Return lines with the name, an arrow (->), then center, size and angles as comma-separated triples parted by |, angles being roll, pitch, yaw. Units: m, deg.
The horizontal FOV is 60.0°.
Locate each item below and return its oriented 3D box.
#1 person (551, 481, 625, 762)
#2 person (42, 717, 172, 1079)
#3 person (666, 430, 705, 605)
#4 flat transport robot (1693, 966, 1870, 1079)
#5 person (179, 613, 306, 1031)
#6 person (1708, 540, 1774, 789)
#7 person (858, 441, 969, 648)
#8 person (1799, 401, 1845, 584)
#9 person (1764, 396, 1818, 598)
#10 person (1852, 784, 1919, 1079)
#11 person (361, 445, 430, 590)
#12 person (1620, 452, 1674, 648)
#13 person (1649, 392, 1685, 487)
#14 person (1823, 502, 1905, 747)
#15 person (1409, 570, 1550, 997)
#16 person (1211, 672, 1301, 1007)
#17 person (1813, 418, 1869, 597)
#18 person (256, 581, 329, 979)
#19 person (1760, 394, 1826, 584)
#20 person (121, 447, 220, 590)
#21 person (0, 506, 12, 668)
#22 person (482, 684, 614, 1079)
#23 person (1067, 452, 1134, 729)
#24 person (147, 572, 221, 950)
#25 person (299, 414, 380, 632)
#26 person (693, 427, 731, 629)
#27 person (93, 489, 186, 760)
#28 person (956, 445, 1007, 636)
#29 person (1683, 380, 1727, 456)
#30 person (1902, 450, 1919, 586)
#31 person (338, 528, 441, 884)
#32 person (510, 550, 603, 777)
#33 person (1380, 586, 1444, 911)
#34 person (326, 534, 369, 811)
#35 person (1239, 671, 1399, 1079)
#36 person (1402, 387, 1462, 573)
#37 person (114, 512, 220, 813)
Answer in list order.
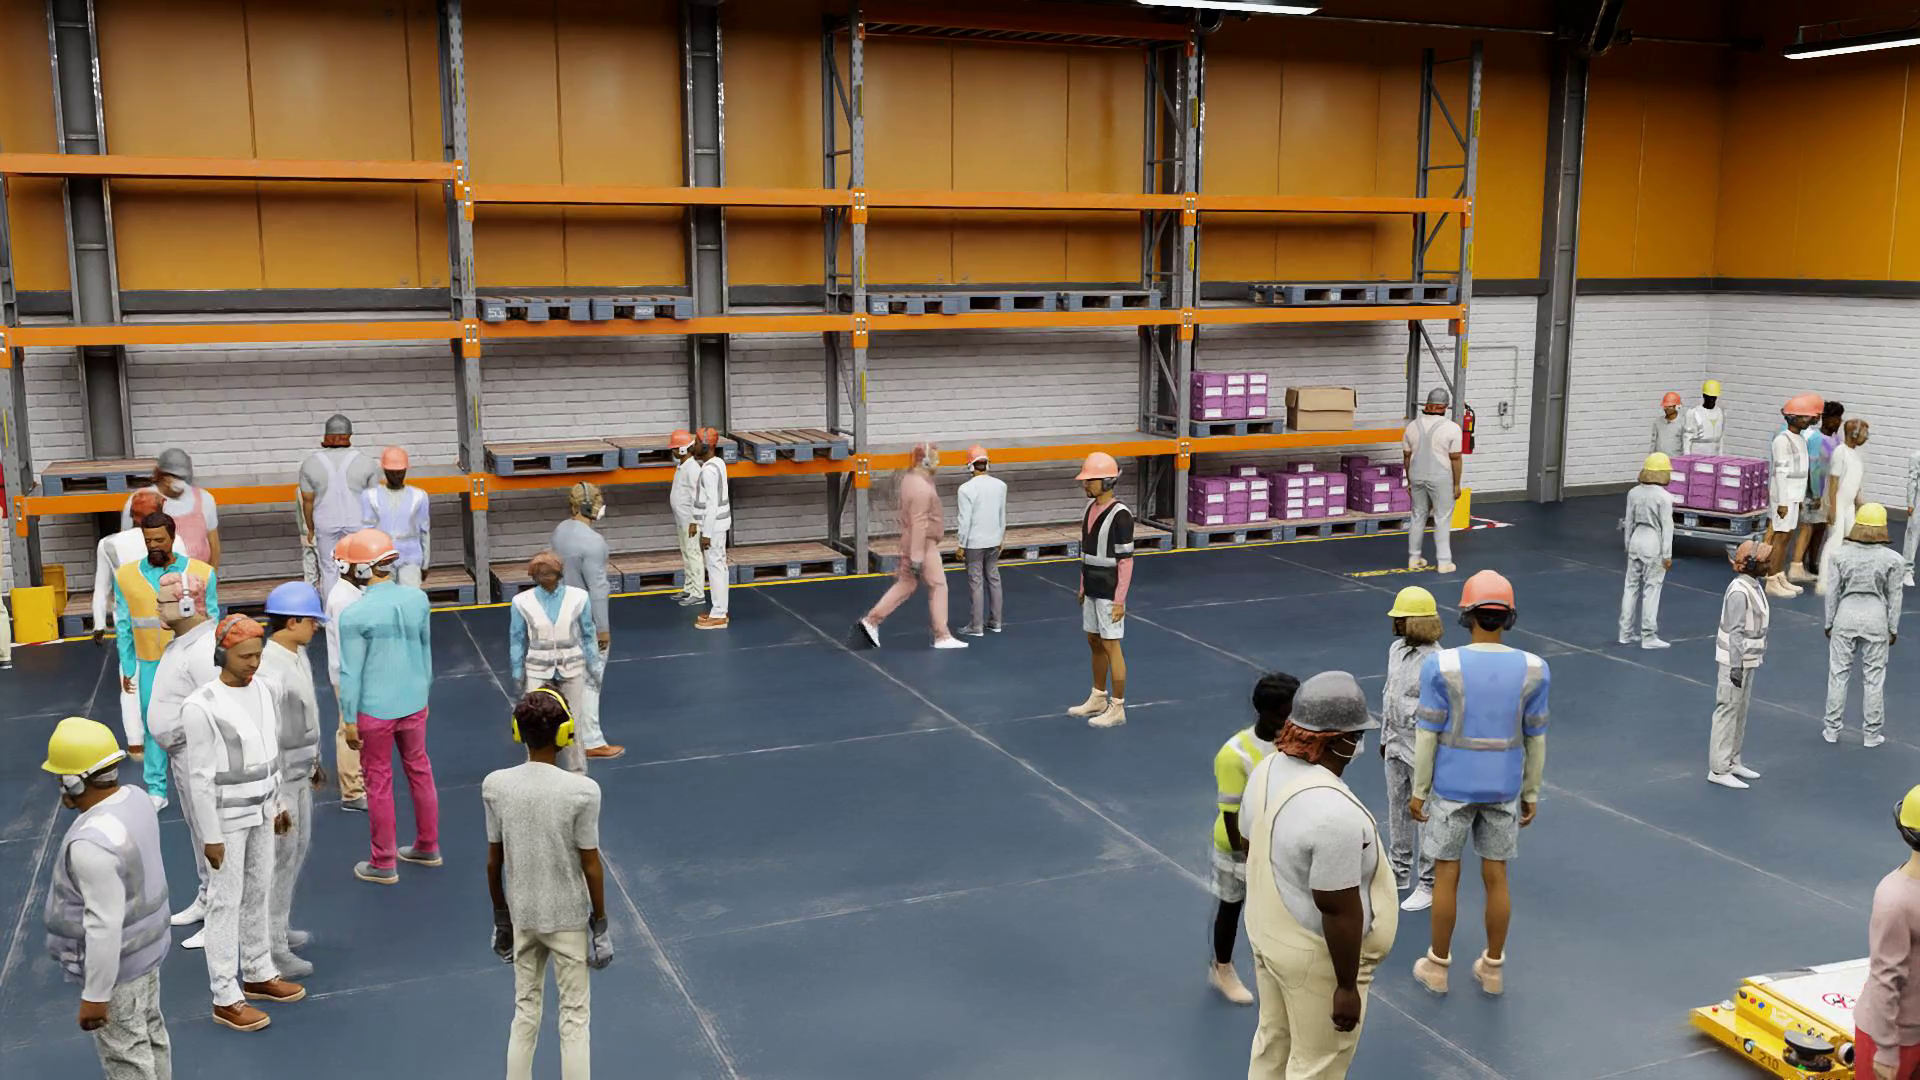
person -> -2.599, 0.556, 11.505 | 0.366, 1.938, 0.630 | -8, 12, -37
person -> -3.139, 1.541, 6.146 | 0.404, 1.829, 0.591 | -2, 10, -12
person -> -2.736, -0.227, 16.567 | 0.339, 1.743, 0.575 | -4, 11, -23
flat transport robot -> 4.077, 2.105, 7.381 | 1.431, 0.197, 0.652 | -3, 10, -18
person -> -3.268, 1.262, 7.588 | 0.360, 1.886, 0.574 | 2, 10, 13
person -> 5.134, 0.808, 10.944 | 0.312, 1.634, 0.514 | 7, 12, 36
person -> -0.423, 0.058, 14.613 | 0.923, 1.873, 0.647 | -2, 10, -13
person -> 9.118, -0.507, 17.618 | 0.612, 1.950, 0.414 | -7, 12, -35
person -> 8.456, -0.440, 16.936 | 0.366, 2.047, 0.608 | 8, 13, 40
person -> 3.222, 1.662, 5.628 | 0.525, 1.769, 0.327 | -8, 13, -38
person -> -4.722, 0.140, 13.978 | 0.550, 1.919, 0.802 | -3, 10, -14
person -> 6.128, 0.087, 14.769 | 0.319, 1.742, 0.492 | -4, 11, -24
person -> 8.973, -1.005, 21.063 | 0.347, 1.745, 0.570 | -6, 12, -32
person -> 6.410, 0.597, 11.830 | 0.487, 1.744, 0.295 | 6, 12, 31
person -> 2.430, 1.149, 7.843 | 0.608, 2.031, 0.411 | 0, 10, -2
person -> 1.396, 1.395, 7.480 | 0.541, 1.640, 0.813 | -5, 11, -27
person -> 9.014, -0.340, 17.013 | 0.569, 1.819, 0.362 | -8, 13, -40
person -> -3.285, 1.158, 8.087 | 0.490, 1.926, 0.694 | -2, 10, -11
person -> 8.845, -0.543, 17.618 | 0.499, 2.018, 0.613 | -3, 10, -17
person -> -6.289, 0.201, 13.258 | 0.714, 2.000, 0.815 | -9, 13, -42
person -> -8.151, 0.259, 13.778 | 0.339, 1.742, 0.563 | 0, 10, 2
person -> -1.583, 1.479, 6.429 | 0.502, 1.861, 0.328 | 3, 10, 17
person -> 1.030, 0.368, 12.285 | 0.382, 2.041, 0.616 | -4, 11, -23
person -> -3.891, 1.101, 8.456 | 0.407, 1.908, 0.641 | -7, 12, -34
person -> -5.654, -0.150, 15.275 | 0.688, 2.000, 0.536 | -2, 10, -13
person -> -2.320, -0.112, 15.513 | 0.356, 1.883, 0.573 | 0, 10, 0
person -> -5.692, 0.578, 11.596 | 0.696, 1.854, 0.580 | -2, 10, -12
person -> 0.171, 0.000, 15.263 | 0.568, 1.741, 0.347 | -9, 13, -41
person -> 9.275, -1.035, 20.713 | 0.590, 1.923, 0.383 | -3, 10, -16
person -> 10.180, -0.379, 17.449 | 0.487, 1.746, 0.288 | 0, 10, 1
person -> -3.210, 0.917, 9.297 | 0.406, 1.986, 0.618 | 6, 12, 31
person -> -2.579, 0.863, 10.633 | 0.573, 1.630, 0.376 | -3, 10, -16
person -> 2.411, 1.104, 8.906 | 0.309, 1.743, 0.494 | -4, 11, -23
person -> -3.802, 0.823, 10.505 | 0.339, 1.748, 0.564 | -2, 10, -13
person -> 1.312, 1.458, 6.015 | 0.535, 2.000, 0.686 | -3, 10, -14
person -> 5.239, -0.678, 18.317 | 0.535, 2.000, 0.682 | -9, 14, -43
person -> -4.915, 0.763, 10.370 | 0.590, 1.918, 0.391 | -3, 10, -14
